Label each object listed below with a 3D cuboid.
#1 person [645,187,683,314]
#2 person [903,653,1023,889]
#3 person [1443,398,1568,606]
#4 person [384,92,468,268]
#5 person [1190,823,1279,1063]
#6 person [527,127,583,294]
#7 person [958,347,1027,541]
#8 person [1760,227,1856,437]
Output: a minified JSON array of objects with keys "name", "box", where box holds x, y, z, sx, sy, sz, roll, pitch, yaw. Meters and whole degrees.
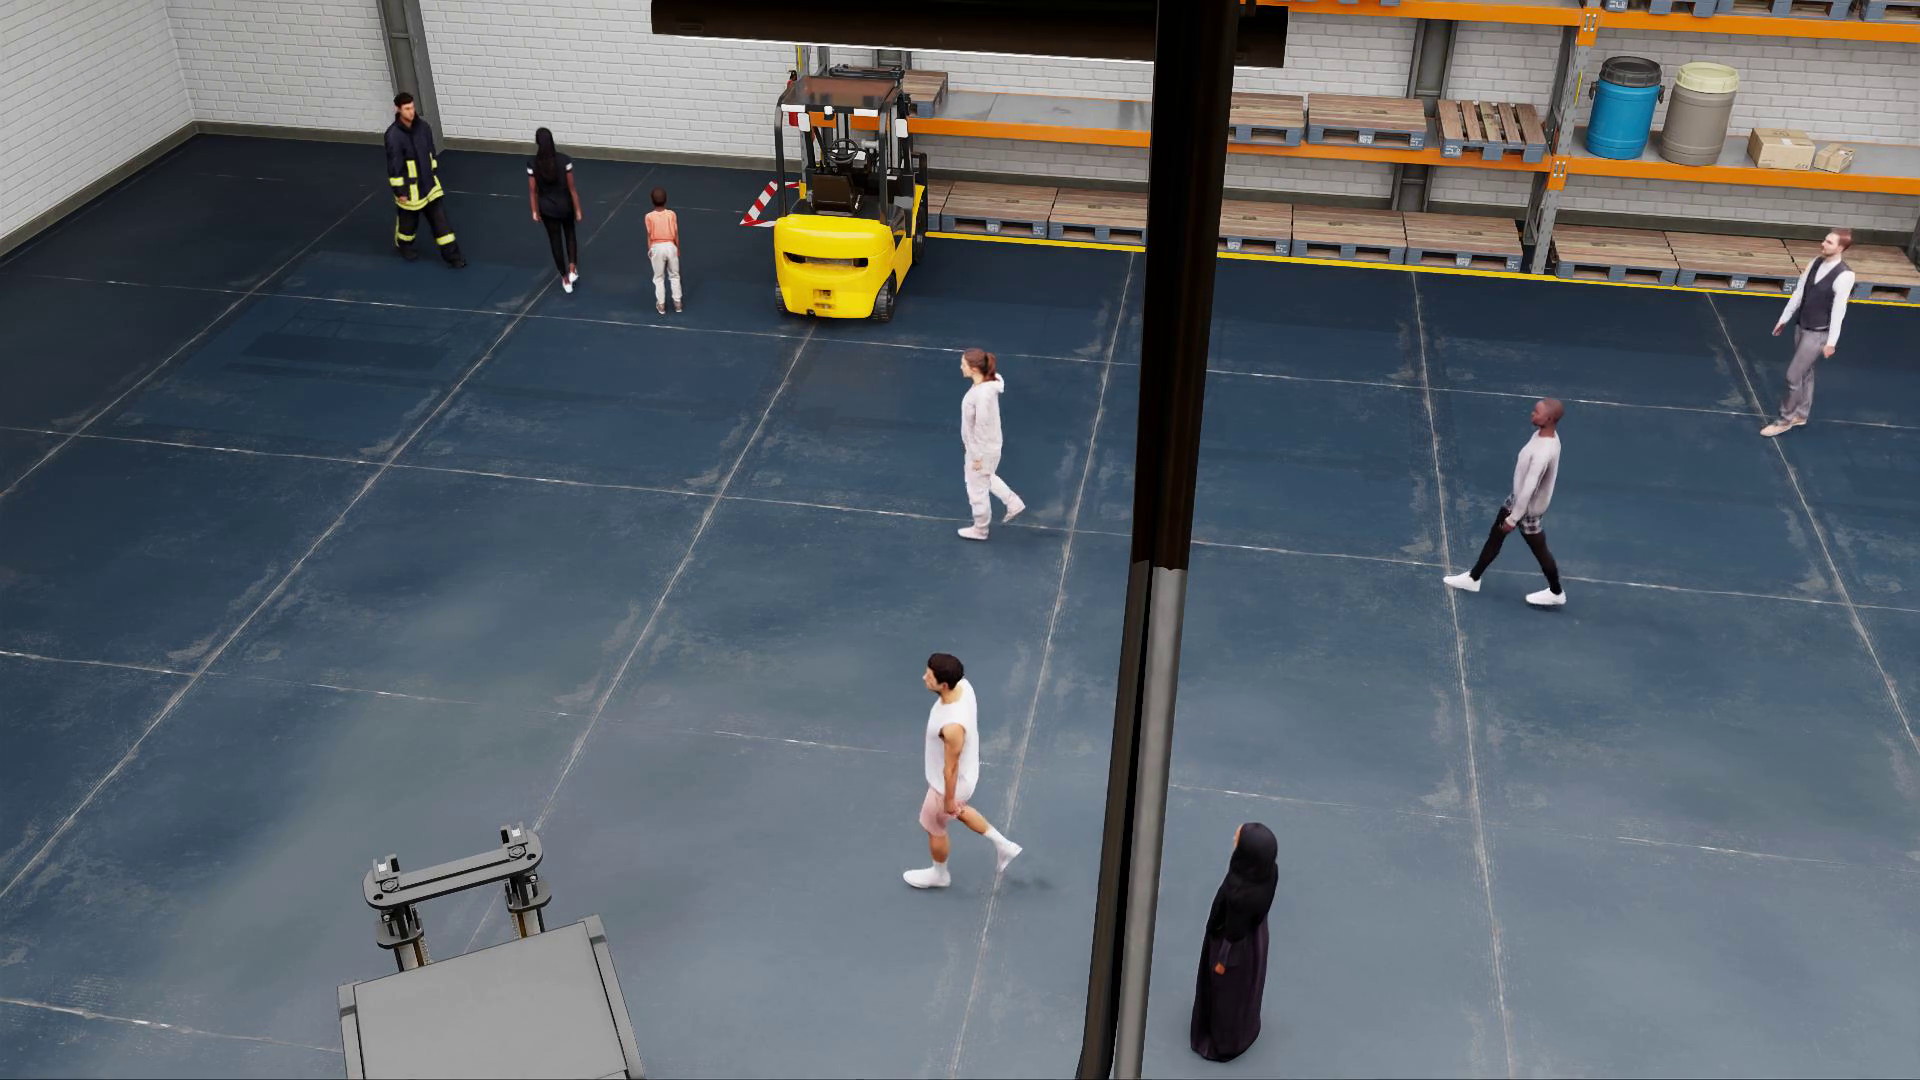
[{"name":"person","box":[-2.976,-2.911,16.689,0.529,1.310,0.611,-11,35,-17]},{"name":"person","box":[0.036,1.383,9.813,0.921,1.770,0.629,5,34,7]},{"name":"person","box":[4.295,-0.224,12.269,1.150,1.727,0.690,9,35,13]},{"name":"person","box":[-5.784,-3.776,17.478,1.371,1.876,1.162,23,40,30]},{"name":"person","box":[1.486,2.113,8.854,0.685,1.615,0.670,17,37,24]},{"name":"person","box":[-4.104,-3.334,16.958,0.735,1.717,0.827,-9,35,-13]},{"name":"person","box":[0.265,-0.734,13.082,0.786,1.677,0.667,3,34,4]},{"name":"person","box":[7.531,-1.823,14.501,0.856,1.920,0.782,-2,34,-4]}]
